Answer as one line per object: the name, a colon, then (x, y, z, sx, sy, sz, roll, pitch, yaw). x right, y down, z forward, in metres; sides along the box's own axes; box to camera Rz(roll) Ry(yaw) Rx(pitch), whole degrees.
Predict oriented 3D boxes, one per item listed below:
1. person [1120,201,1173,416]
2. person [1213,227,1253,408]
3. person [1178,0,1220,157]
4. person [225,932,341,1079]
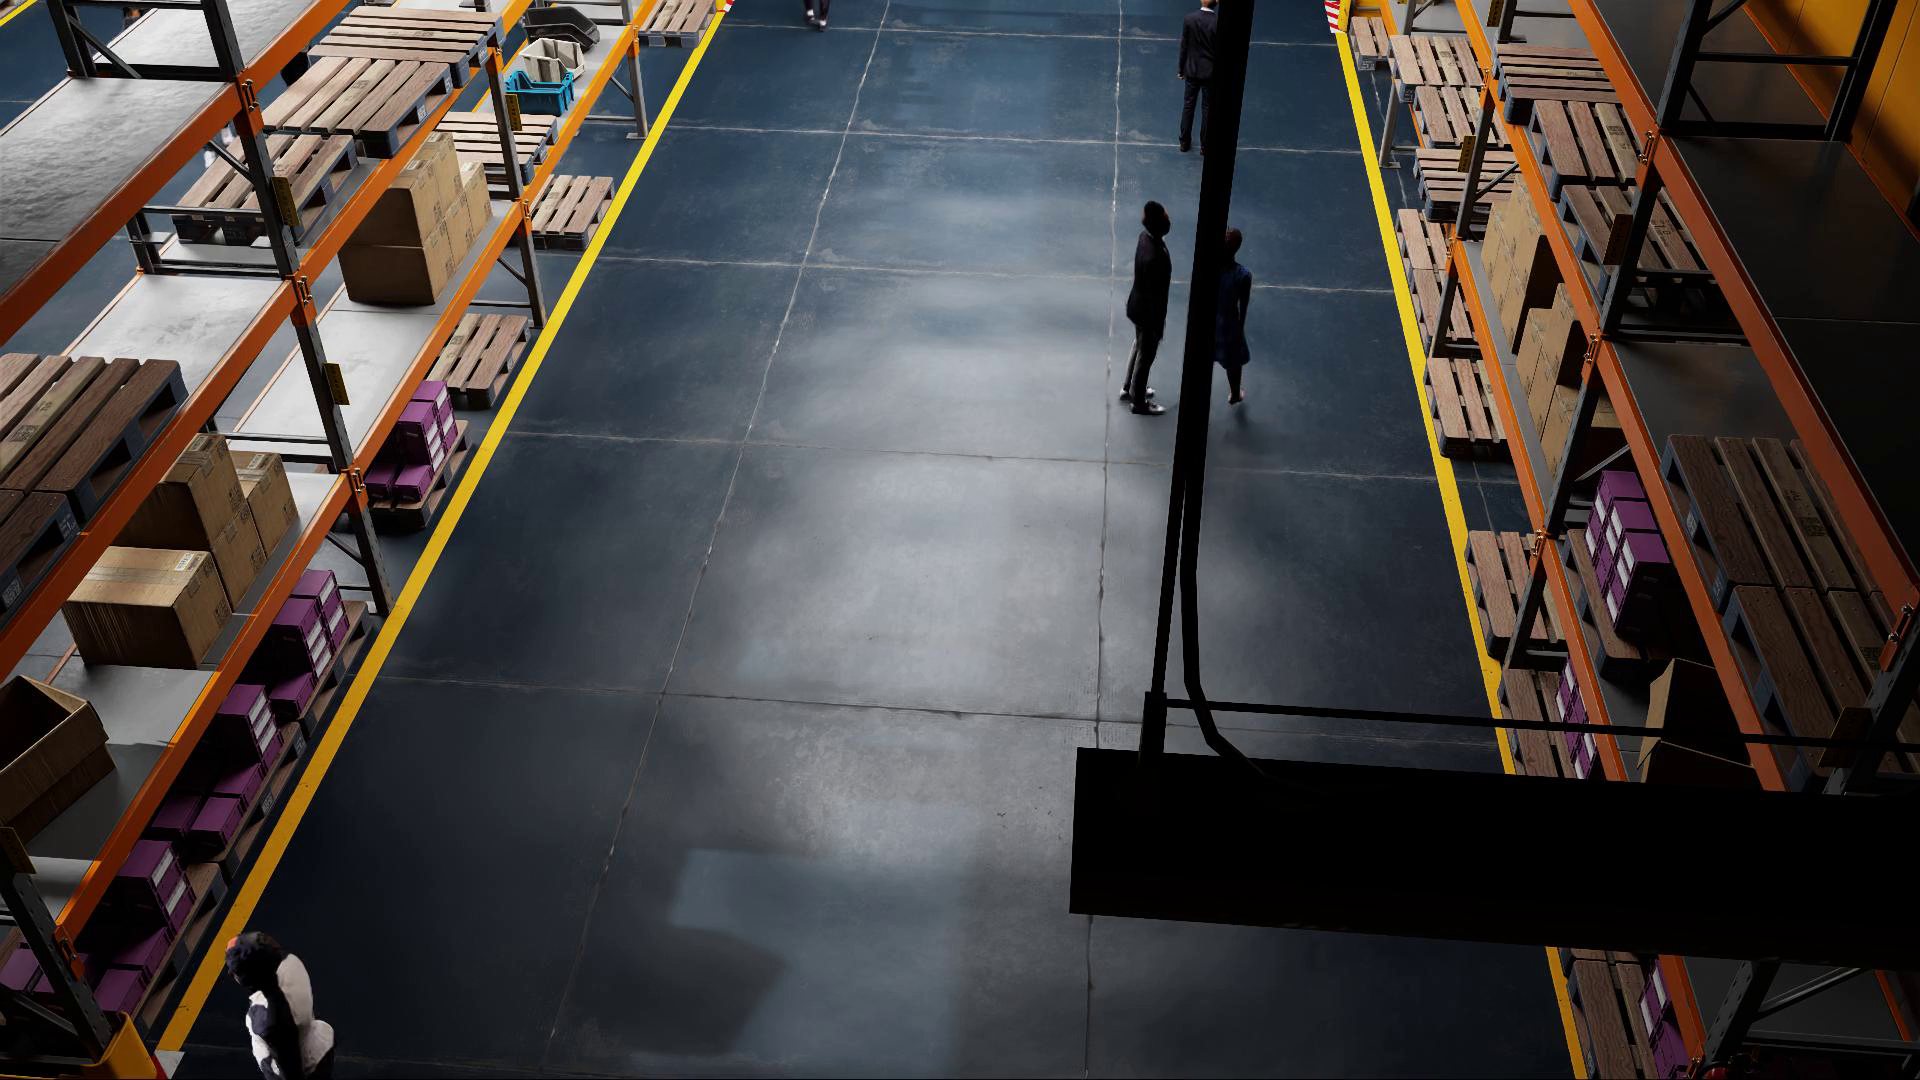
person: (1.534, -1.924, 13.672, 0.803, 1.950, 0.584, -2, 39, -3)
person: (2.060, -1.647, 13.464, 0.872, 1.777, 1.044, 20, 43, 23)
person: (2.565, -4.964, 17.599, 0.764, 1.800, 0.715, 17, 42, 20)
person: (-3.147, 2.544, 8.138, 0.975, 1.874, 1.069, -10, 40, -12)
